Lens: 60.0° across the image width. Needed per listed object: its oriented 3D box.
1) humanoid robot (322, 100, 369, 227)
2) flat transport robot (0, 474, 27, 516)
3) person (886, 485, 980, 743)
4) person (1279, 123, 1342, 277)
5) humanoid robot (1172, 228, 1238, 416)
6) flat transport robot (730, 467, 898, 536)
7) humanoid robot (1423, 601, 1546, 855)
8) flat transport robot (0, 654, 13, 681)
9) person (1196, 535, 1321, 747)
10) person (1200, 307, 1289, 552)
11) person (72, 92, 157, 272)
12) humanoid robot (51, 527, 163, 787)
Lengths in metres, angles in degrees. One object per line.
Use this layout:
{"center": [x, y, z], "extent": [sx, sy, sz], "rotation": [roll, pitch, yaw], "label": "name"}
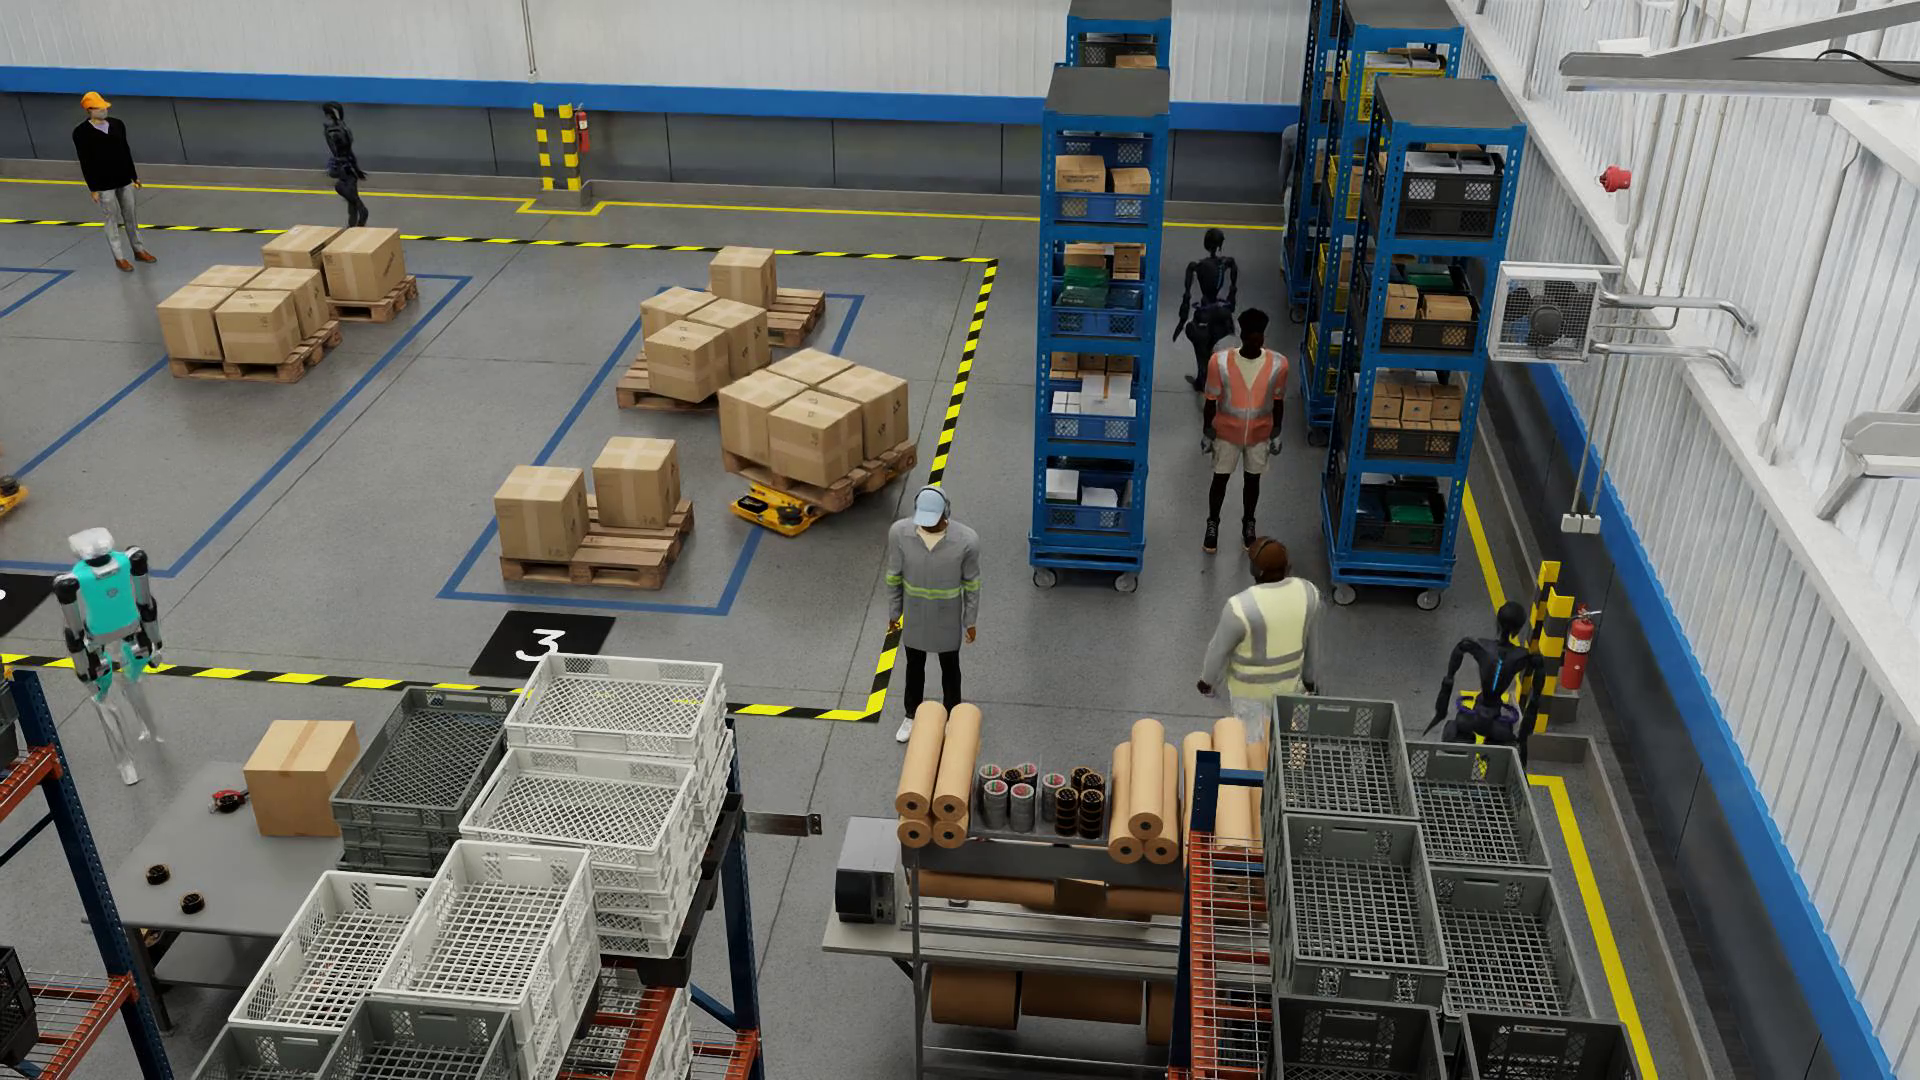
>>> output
{"center": [-6.648, -3.966, 18.086], "extent": [0.423, 1.651, 0.599], "rotation": [-2, 30, -4], "label": "humanoid robot"}
{"center": [-8.289, -0.324, 13.202], "extent": [1.431, 0.197, 0.652], "rotation": [3, 30, 6], "label": "flat transport robot"}
{"center": [-0.174, 0.467, 10.302], "extent": [0.587, 1.848, 0.396], "rotation": [5, 31, 8], "label": "person"}
{"center": [3.618, -3.669, 17.332], "extent": [0.620, 1.932, 0.368], "rotation": [5, 31, 8], "label": "person"}
{"center": [2.184, -1.951, 14.682], "extent": [0.609, 1.626, 0.799], "rotation": [-13, 33, -22], "label": "humanoid robot"}
{"center": [-1.137, -0.488, 13.483], "extent": [0.652, 0.197, 1.431], "rotation": [21, 36, 31], "label": "flat transport robot"}
{"center": [2.979, 1.051, 9.520], "extent": [0.593, 1.623, 0.785], "rotation": [10, 32, 16], "label": "humanoid robot"}
{"center": [-7.142, 0.969, 11.010], "extent": [1.431, 0.231, 0.659], "rotation": [3, 30, 6], "label": "flat transport robot"}
{"center": [1.711, 0.771, 9.823], "extent": [0.644, 1.802, 0.868], "rotation": [-16, 34, -25], "label": "person"}
{"center": [2.102, -0.808, 12.375], "extent": [0.614, 1.962, 0.361], "rotation": [1, 30, 1], "label": "person"}
{"center": [-8.953, -3.795, 17.586], "extent": [0.364, 1.883, 0.590], "rotation": [16, 34, 25], "label": "person"}
{"center": [-5.201, 0.655, 10.115], "extent": [0.809, 1.797, 0.536], "rotation": [23, 37, 34], "label": "humanoid robot"}
